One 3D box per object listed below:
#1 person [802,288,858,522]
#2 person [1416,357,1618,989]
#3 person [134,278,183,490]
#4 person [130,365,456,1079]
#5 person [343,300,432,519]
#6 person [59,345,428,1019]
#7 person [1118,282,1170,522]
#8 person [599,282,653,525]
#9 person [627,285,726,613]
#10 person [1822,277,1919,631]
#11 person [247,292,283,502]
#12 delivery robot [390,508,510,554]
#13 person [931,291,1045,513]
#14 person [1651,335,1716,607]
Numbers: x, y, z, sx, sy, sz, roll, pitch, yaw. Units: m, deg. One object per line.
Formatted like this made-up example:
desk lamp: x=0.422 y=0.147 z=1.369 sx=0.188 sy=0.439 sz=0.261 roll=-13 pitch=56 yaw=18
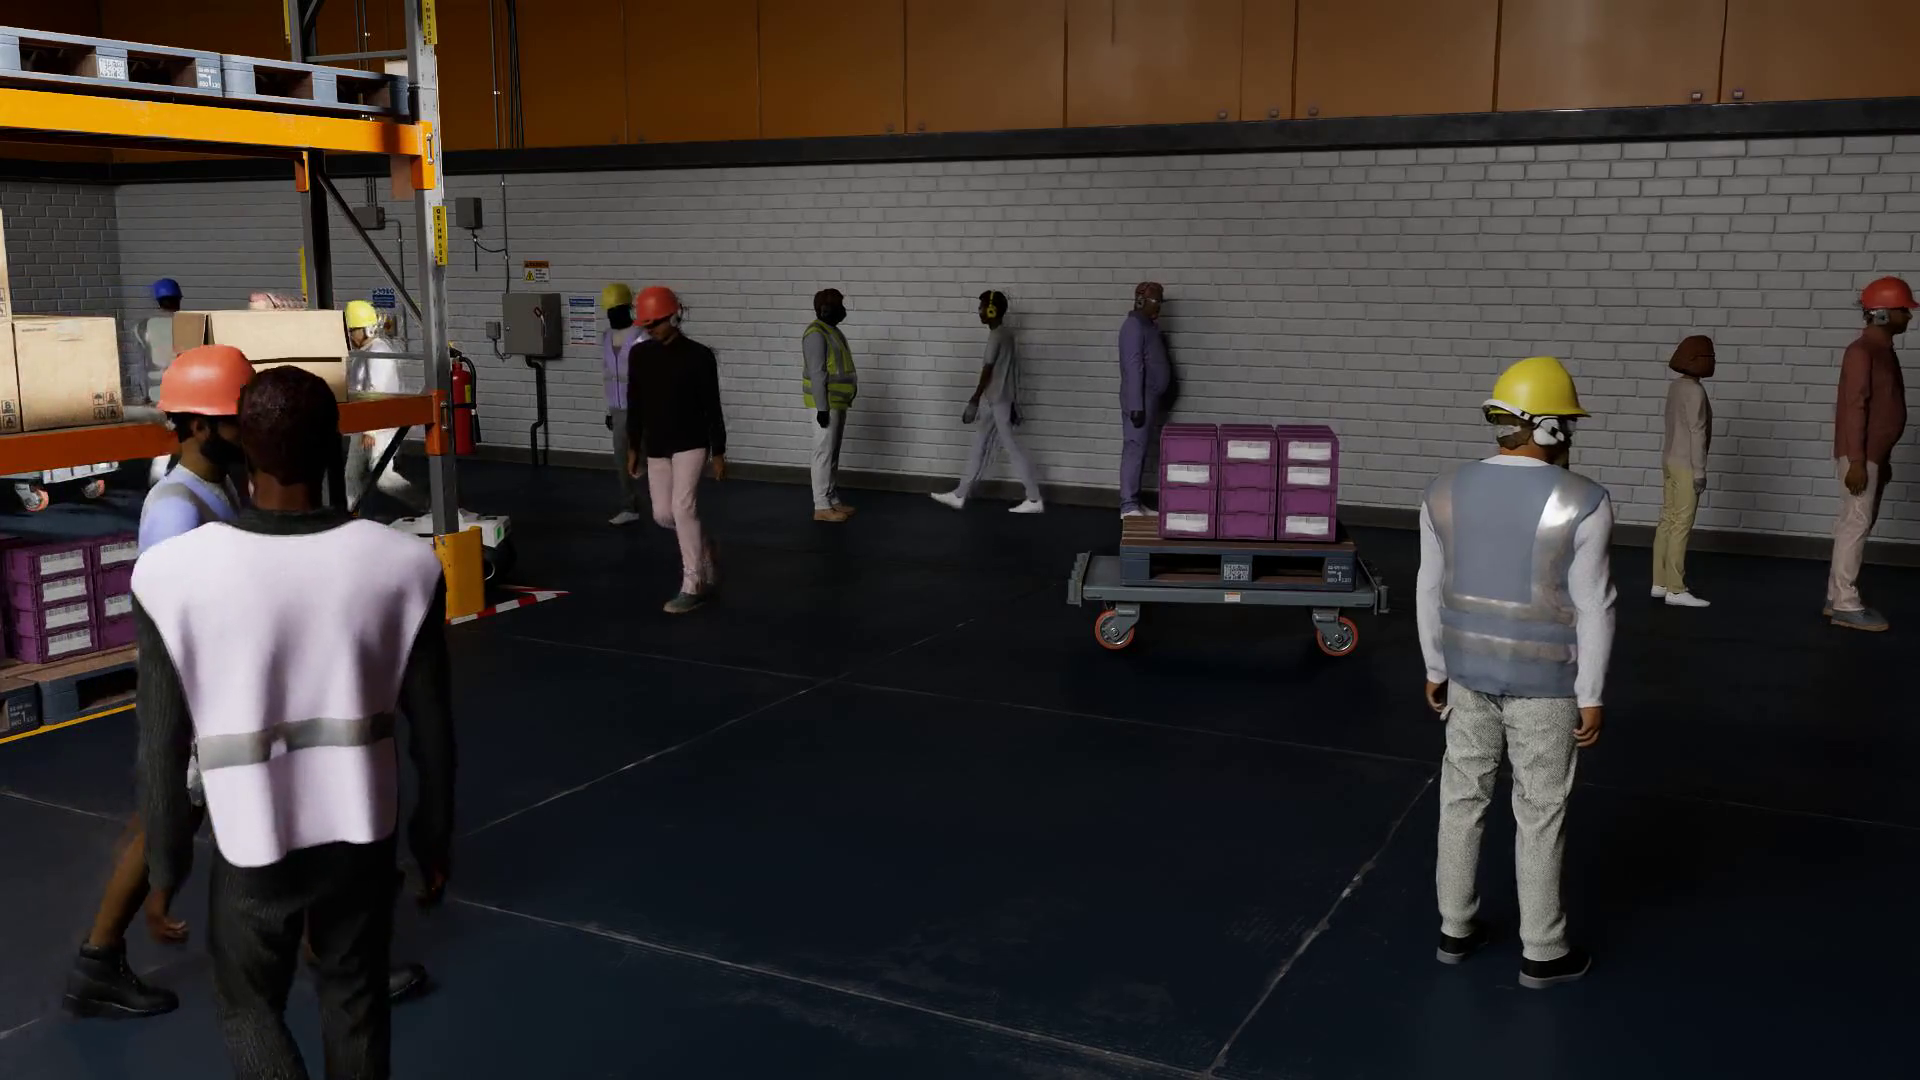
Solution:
person: x=-1.030 y=-1.078 z=13.288 sx=0.429 sy=1.846 sz=0.625 roll=2 pitch=10 yaw=9
person: x=1.626 y=0.383 z=4.870 sx=0.404 sy=1.829 sz=0.591 roll=-9 pitch=13 yaw=-43
person: x=-6.506 y=-1.203 z=13.788 sx=0.645 sy=1.921 sz=0.668 roll=-1 pitch=10 yaw=-8
person: x=-1.315 y=0.605 z=3.362 sx=0.615 sy=1.905 sz=0.595 roll=-6 pitch=11 yaw=-30
person: x=-4.207 y=-0.849 z=12.112 sx=0.761 sy=1.798 sz=0.586 roll=-6 pitch=12 yaw=-33
person: x=-2.056 y=0.415 z=4.539 sx=0.963 sy=1.894 sz=0.547 roll=-4 pitch=10 yaw=-20
person: x=1.461 y=-1.089 z=13.189 sx=0.400 sy=1.900 sz=0.645 roll=2 pitch=10 yaw=14
person: x=-2.567 y=-1.067 z=13.049 sx=0.592 sy=1.901 sz=0.536 roll=7 pitch=12 yaw=34
person: x=-1.662 y=-0.574 z=10.101 sx=0.624 sy=1.941 sz=0.758 roll=5 pitch=11 yaw=26
person: x=5.190 y=-0.485 z=9.485 sx=0.492 sy=1.994 sz=0.642 roll=8 pitch=13 yaw=39
person: x=-4.473 y=-0.718 z=11.098 sx=0.650 sy=1.876 sz=0.828 roll=4 pitch=11 yaw=21
delivery robot: x=-3.271 y=-0.030 z=10.676 sx=0.707 sy=0.478 sz=0.477 roll=-1 pitch=10 yaw=-6
person: x=0.255 y=-1.122 z=13.625 sx=0.980 sy=1.820 sz=0.513 roll=1 pitch=10 yaw=8
person: x=4.411 y=-0.423 z=10.096 sx=0.279 sy=1.634 sz=0.498 roll=1 pitch=10 yaw=5
